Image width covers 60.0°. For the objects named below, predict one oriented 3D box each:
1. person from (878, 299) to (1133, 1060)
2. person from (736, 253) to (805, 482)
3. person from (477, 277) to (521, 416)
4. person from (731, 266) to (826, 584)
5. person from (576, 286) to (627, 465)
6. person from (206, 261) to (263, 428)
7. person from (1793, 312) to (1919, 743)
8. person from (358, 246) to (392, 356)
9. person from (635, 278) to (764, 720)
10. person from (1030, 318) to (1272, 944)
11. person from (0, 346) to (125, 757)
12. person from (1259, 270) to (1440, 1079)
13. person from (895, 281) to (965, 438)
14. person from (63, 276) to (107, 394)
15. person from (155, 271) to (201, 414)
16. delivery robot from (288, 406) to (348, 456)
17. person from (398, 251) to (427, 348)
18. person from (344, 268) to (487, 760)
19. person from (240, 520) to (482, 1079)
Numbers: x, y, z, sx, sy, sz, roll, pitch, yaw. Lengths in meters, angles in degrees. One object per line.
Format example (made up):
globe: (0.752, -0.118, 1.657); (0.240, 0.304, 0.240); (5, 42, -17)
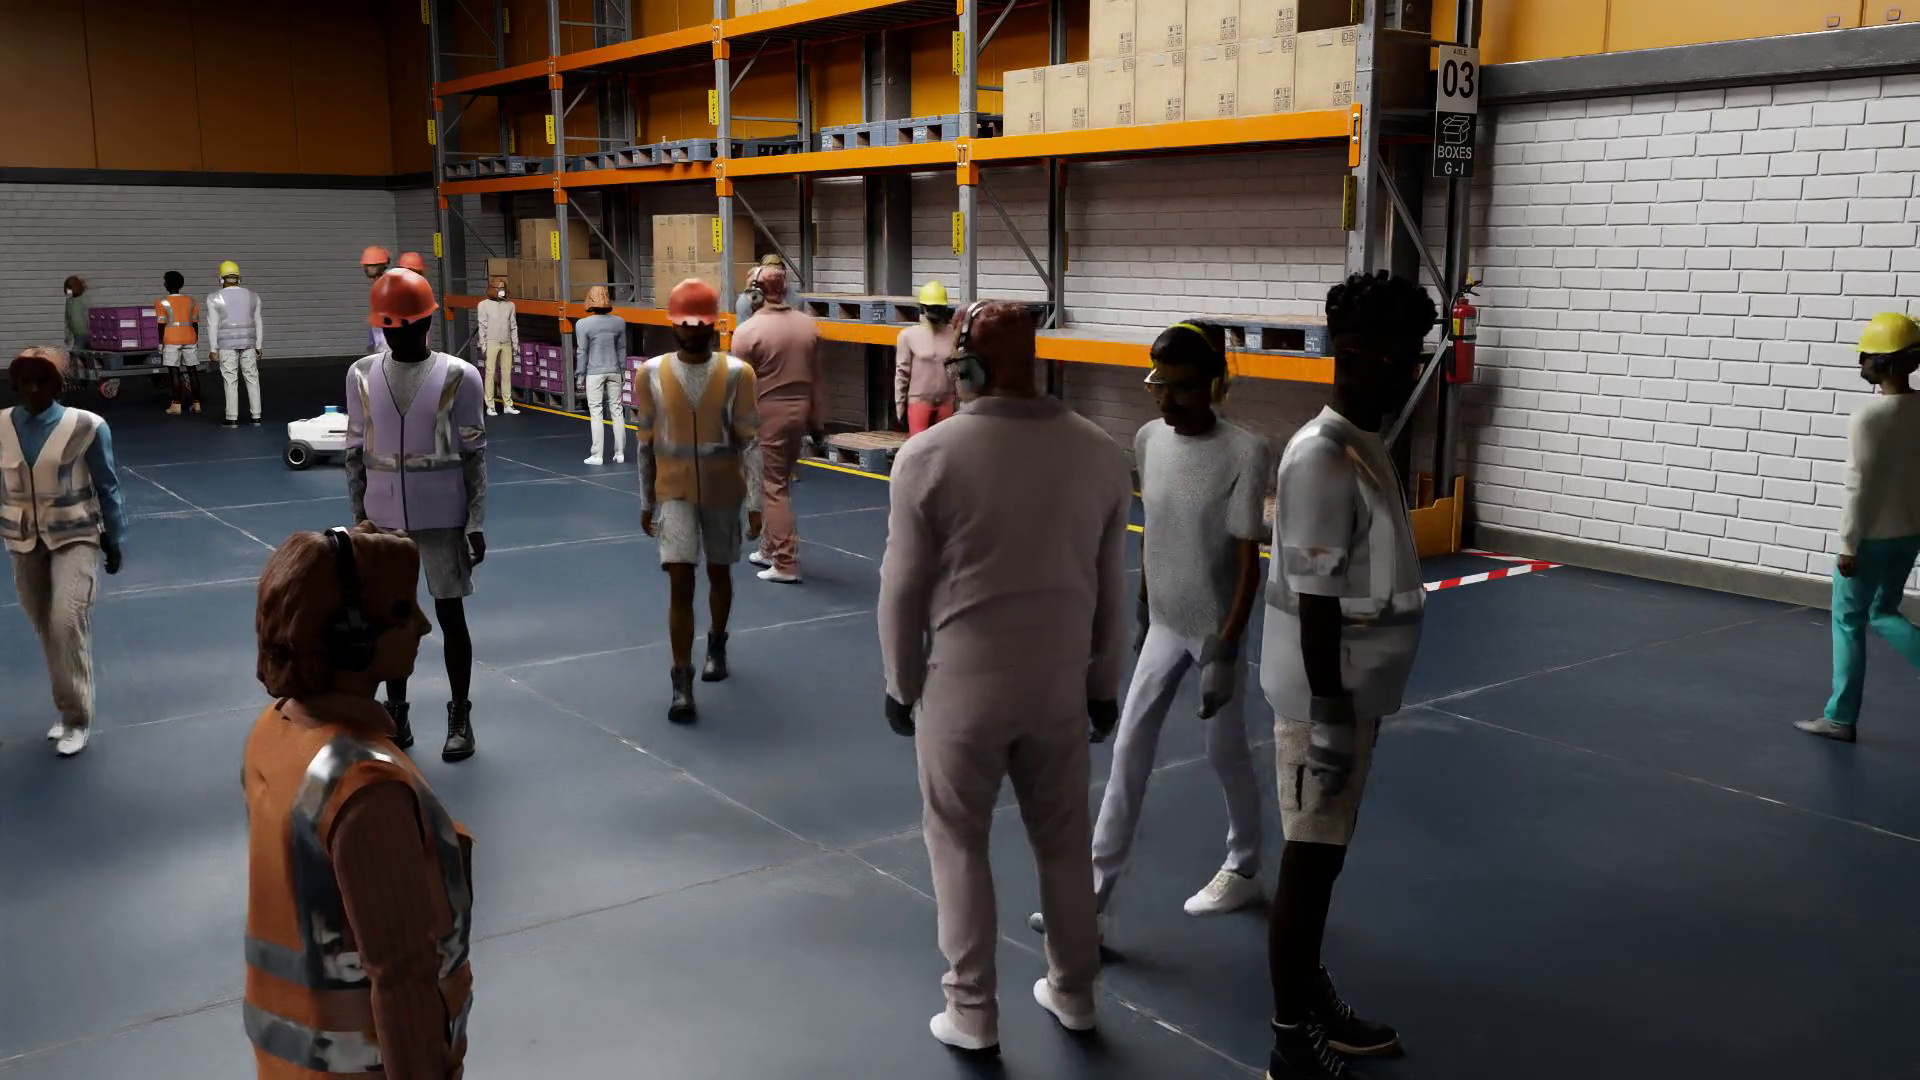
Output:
person: (0.102, 0.353, 4.164); (0.643, 1.901, 0.396); (-5, 11, -24)
person: (-1.582, -1.443, 14.060); (0.629, 1.940, 0.376); (-7, 12, -33)
person: (-5.439, -2.282, 19.636); (0.501, 1.628, 0.277); (-9, 14, -42)
person: (-1.206, -0.698, 10.045); (0.779, 1.878, 0.675); (9, 13, 41)
person: (-3.284, -1.506, 15.264); (0.499, 1.633, 0.285); (-8, 13, -38)
person: (-7.976, -2.144, 18.310); (0.586, 1.824, 0.403); (-9, 14, -42)
person: (3.696, -0.021, 6.599); (0.538, 1.753, 0.558); (-5, 11, -27)
person: (-6.100, -2.167, 17.962); (1.020, 2.004, 0.599); (-7, 12, -34)
person: (-1.145, -0.211, 7.364); (0.553, 1.877, 1.012); (-1, 10, -7)
person: (0.597, 0.280, 4.760); (0.956, 1.809, 0.584); (-9, 13, -41)
person: (-3.649, 0.048, 6.610); (0.529, 1.613, 0.674); (-1, 10, -4)
person: (0.906, 0.351, 3.946); (0.373, 1.960, 0.601); (4, 11, 20)
person: (-0.193, -0.969, 11.914); (0.535, 1.750, 0.402); (-3, 11, -18)
person: (-11.902, -2.766, 22.465); (0.527, 1.578, 0.914); (7, 12, 35)
person: (-9.282, -2.341, 19.759); (0.317, 1.700, 0.538); (7, 12, 34)
delivery robot: (-5.662, -0.967, 15.007); (0.707, 0.478, 0.477); (0, 10, 2)
person: (-6.176, -2.242, 18.558); (0.675, 1.931, 0.586); (9, 14, 43)
person: (-2.119, -0.085, 6.483); (0.543, 1.928, 0.374); (0, 10, -2)
person: (-0.857, 0.787, 2.402); (0.305, 1.640, 0.519); (-8, 13, -37)
